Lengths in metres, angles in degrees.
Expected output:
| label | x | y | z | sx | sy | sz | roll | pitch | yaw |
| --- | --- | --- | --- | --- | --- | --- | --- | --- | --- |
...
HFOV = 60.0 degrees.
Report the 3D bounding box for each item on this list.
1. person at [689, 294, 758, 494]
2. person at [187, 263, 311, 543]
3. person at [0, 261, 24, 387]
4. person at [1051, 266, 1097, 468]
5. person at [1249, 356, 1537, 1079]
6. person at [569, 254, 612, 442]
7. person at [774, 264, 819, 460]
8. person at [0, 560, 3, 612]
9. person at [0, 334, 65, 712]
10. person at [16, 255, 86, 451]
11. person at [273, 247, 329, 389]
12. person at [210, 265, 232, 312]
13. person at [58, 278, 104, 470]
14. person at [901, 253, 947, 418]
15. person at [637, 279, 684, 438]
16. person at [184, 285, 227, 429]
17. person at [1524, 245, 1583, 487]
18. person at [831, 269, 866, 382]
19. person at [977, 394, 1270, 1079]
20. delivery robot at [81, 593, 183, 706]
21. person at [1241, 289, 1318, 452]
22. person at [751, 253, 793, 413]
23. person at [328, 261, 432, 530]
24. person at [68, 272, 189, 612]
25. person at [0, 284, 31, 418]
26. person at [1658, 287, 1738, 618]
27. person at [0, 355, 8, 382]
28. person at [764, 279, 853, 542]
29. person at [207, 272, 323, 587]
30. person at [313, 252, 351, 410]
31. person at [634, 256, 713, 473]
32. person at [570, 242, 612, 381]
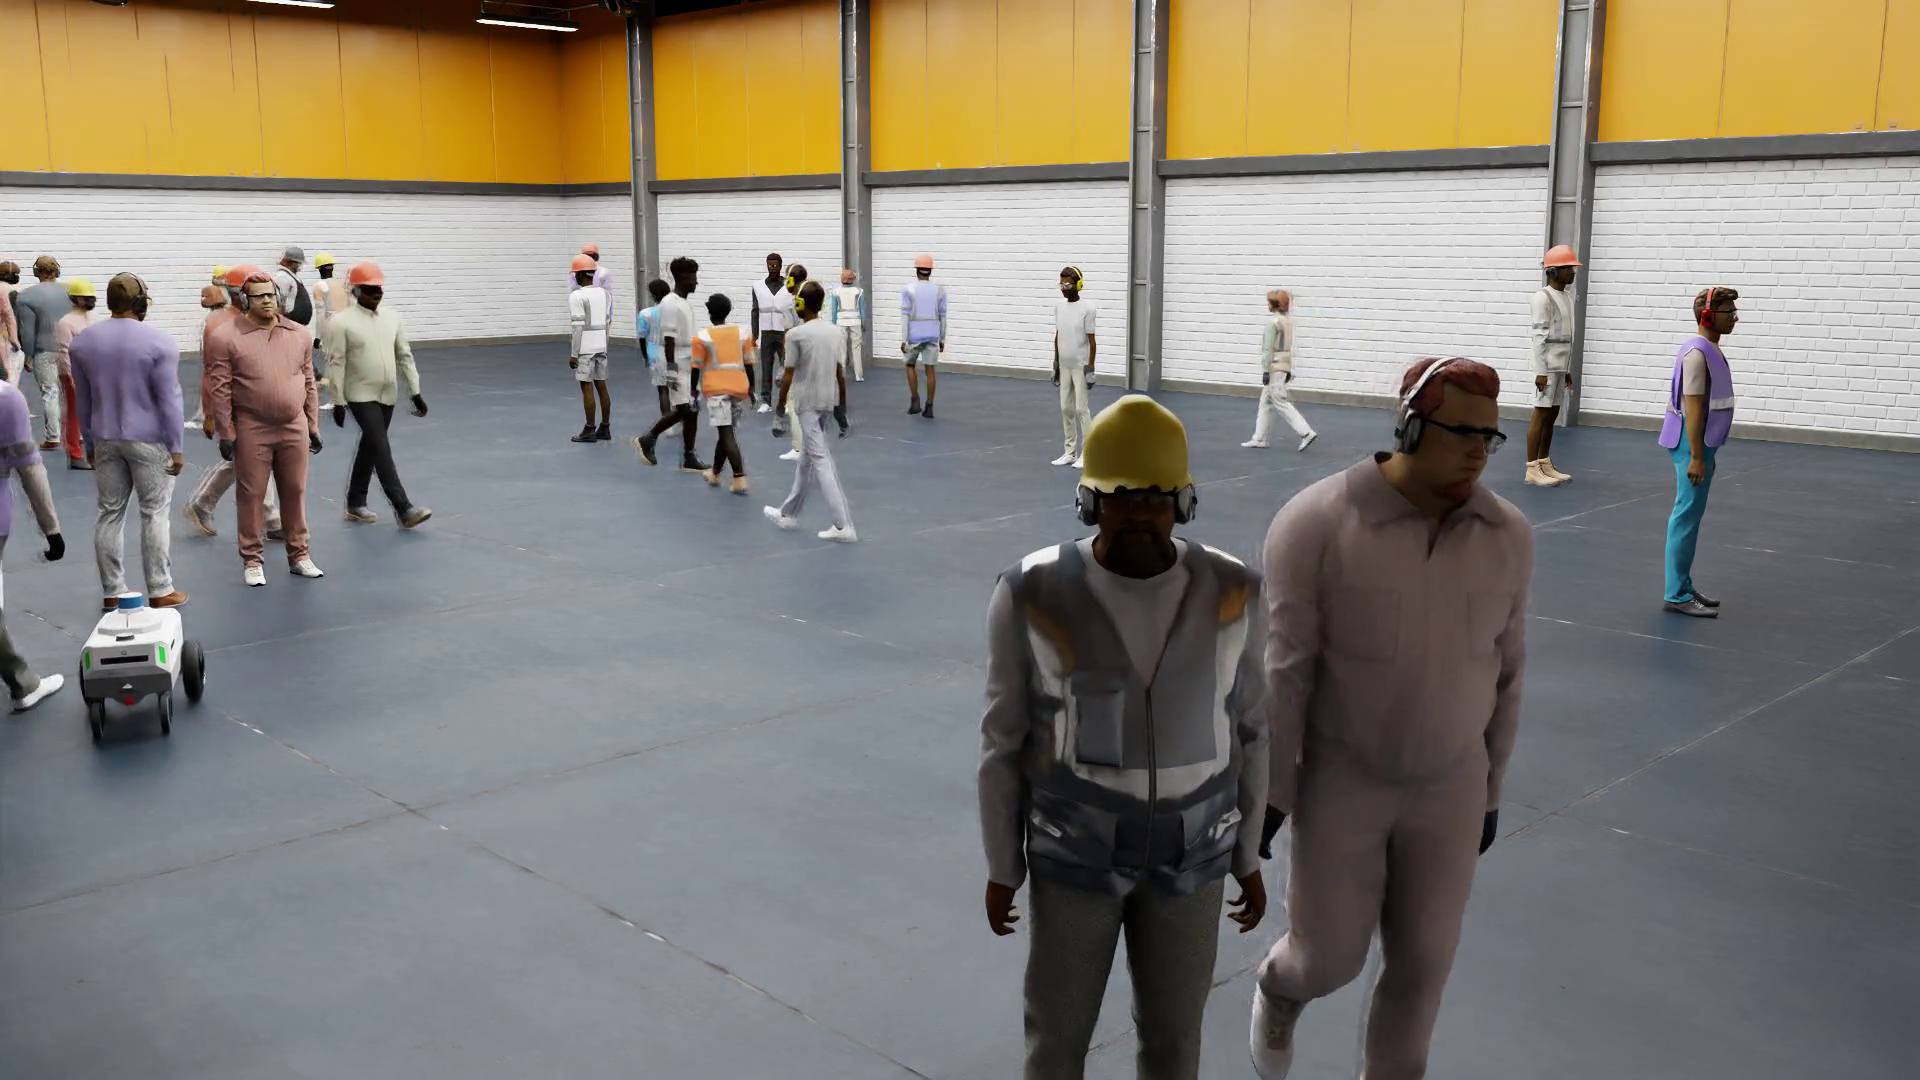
| label | x | y | z | sx | sy | sz | roll | pitch | yaw |
| --- | --- | --- | --- | --- | --- | --- | --- | --- | --- |
| person | -1.979 | -1.217 | 13.848 | 0.548 | 1.646 | 0.838 | -7 | 13 | -35 |
| person | -5.063 | -0.951 | 11.607 | 0.995 | 1.954 | 0.636 | 2 | 11 | 13 |
| person | -11.482 | -2.454 | 20.137 | 0.643 | 1.817 | 0.533 | 8 | 13 | 37 |
| person | 1.045 | -1.578 | 15.283 | 0.367 | 1.853 | 0.496 | -9 | 14 | -41 |
| person | 0.944 | 0.518 | 3.750 | 0.667 | 1.881 | 0.584 | -1 | 10 | -8 |
| person | -3.841 | -1.976 | 17.198 | 0.355 | 1.938 | 0.544 | 5 | 12 | 27 |
| person | -1.542 | -1.681 | 15.836 | 0.343 | 1.864 | 0.563 | 8 | 13 | 36 |
| person | -5.159 | -0.334 | 8.506 | 0.430 | 1.844 | 0.624 | -10 | 14 | -43 |
| person | -4.205 | -0.089 | 7.076 | 0.607 | 1.883 | 0.977 | 1 | 10 | 8 |
| person | -8.987 | -1.851 | 16.515 | 0.372 | 1.940 | 0.630 | 8 | 13 | 39 |
| person | -9.226 | -3.104 | 23.068 | 1.027 | 2.000 | 0.763 | -2 | 11 | -13 |
| person | -9.743 | -2.769 | 22.069 | 0.317 | 1.743 | 0.483 | 4 | 11 | 23 |
| person | -7.800 | -1.481 | 15.031 | 0.830 | 1.728 | 0.549 | 4 | 11 | 20 |
| person | -0.441 | -2.395 | 19.543 | 0.568 | 1.913 | 0.604 | -3 | 11 | -15 |
| person | -3.125 | -1.919 | 17.609 | 0.557 | 1.671 | 0.534 | -3 | 11 | -15 |
| person | -8.159 | -2.009 | 18.340 | 0.877 | 1.583 | 0.509 | 0 | 10 | 1 |
| person | 5.079 | -1.484 | 14.222 | 0.370 | 2.048 | 0.607 | 9 | 13 | 39 |
| person | -1.616 | -3.109 | 24.200 | 0.511 | 1.638 | 0.308 | 0 | 10 | 1 |
| person | 0.335 | 0.620 | 3.334 | 0.600 | 1.829 | 0.404 | -1 | 10 | -6 |
| delivery robot | -3.647 | 0.476 | 7.345 | 0.477 | 0.478 | 0.707 | -4 | 11 | -20 |
| person | 3.196 | -1.681 | 16.488 | 0.770 | 1.614 | 0.522 | 6 | 12 | 30 |
| person | -2.217 | -2.486 | 20.035 | 0.597 | 1.918 | 0.383 | 0 | 10 | 2 |
| person | -4.231 | -1.052 | 12.140 | 1.025 | 1.939 | 0.626 | 6 | 12 | 30 |
| person | -4.688 | -0.543 | 9.433 | 0.628 | 1.929 | 0.395 | 0 | 10 | 2 |
| person | -11.279 | -2.302 | 19.187 | 0.856 | 1.876 | 0.396 | -4 | 11 | -20 |
| person | 4.167 | -0.503 | 9.414 | 0.390 | 1.847 | 0.563 | 5 | 12 | 28 |
| person | -10.873 | -2.159 | 18.538 | 0.665 | 1.811 | 0.584 | 2 | 11 | 11 |
| person | -1.095 | -0.920 | 11.760 | 0.961 | 1.817 | 0.551 | 9 | 13 | 39 |
| person | -4.237 | -0.684 | 10.225 | 0.410 | 1.913 | 0.651 | 10 | 15 | 44 |
| person | -7.704 | -2.552 | 20.392 | 0.382 | 1.919 | 0.584 | 4 | 11 | 21 |
| person | -2.555 | -1.562 | 14.897 | 0.607 | 1.951 | 0.618 | 2 | 11 | 11 |
| person | -5.420 | -3.362 | 24.516 | 0.604 | 2.024 | 0.533 | -1 | 10 | -6 |
